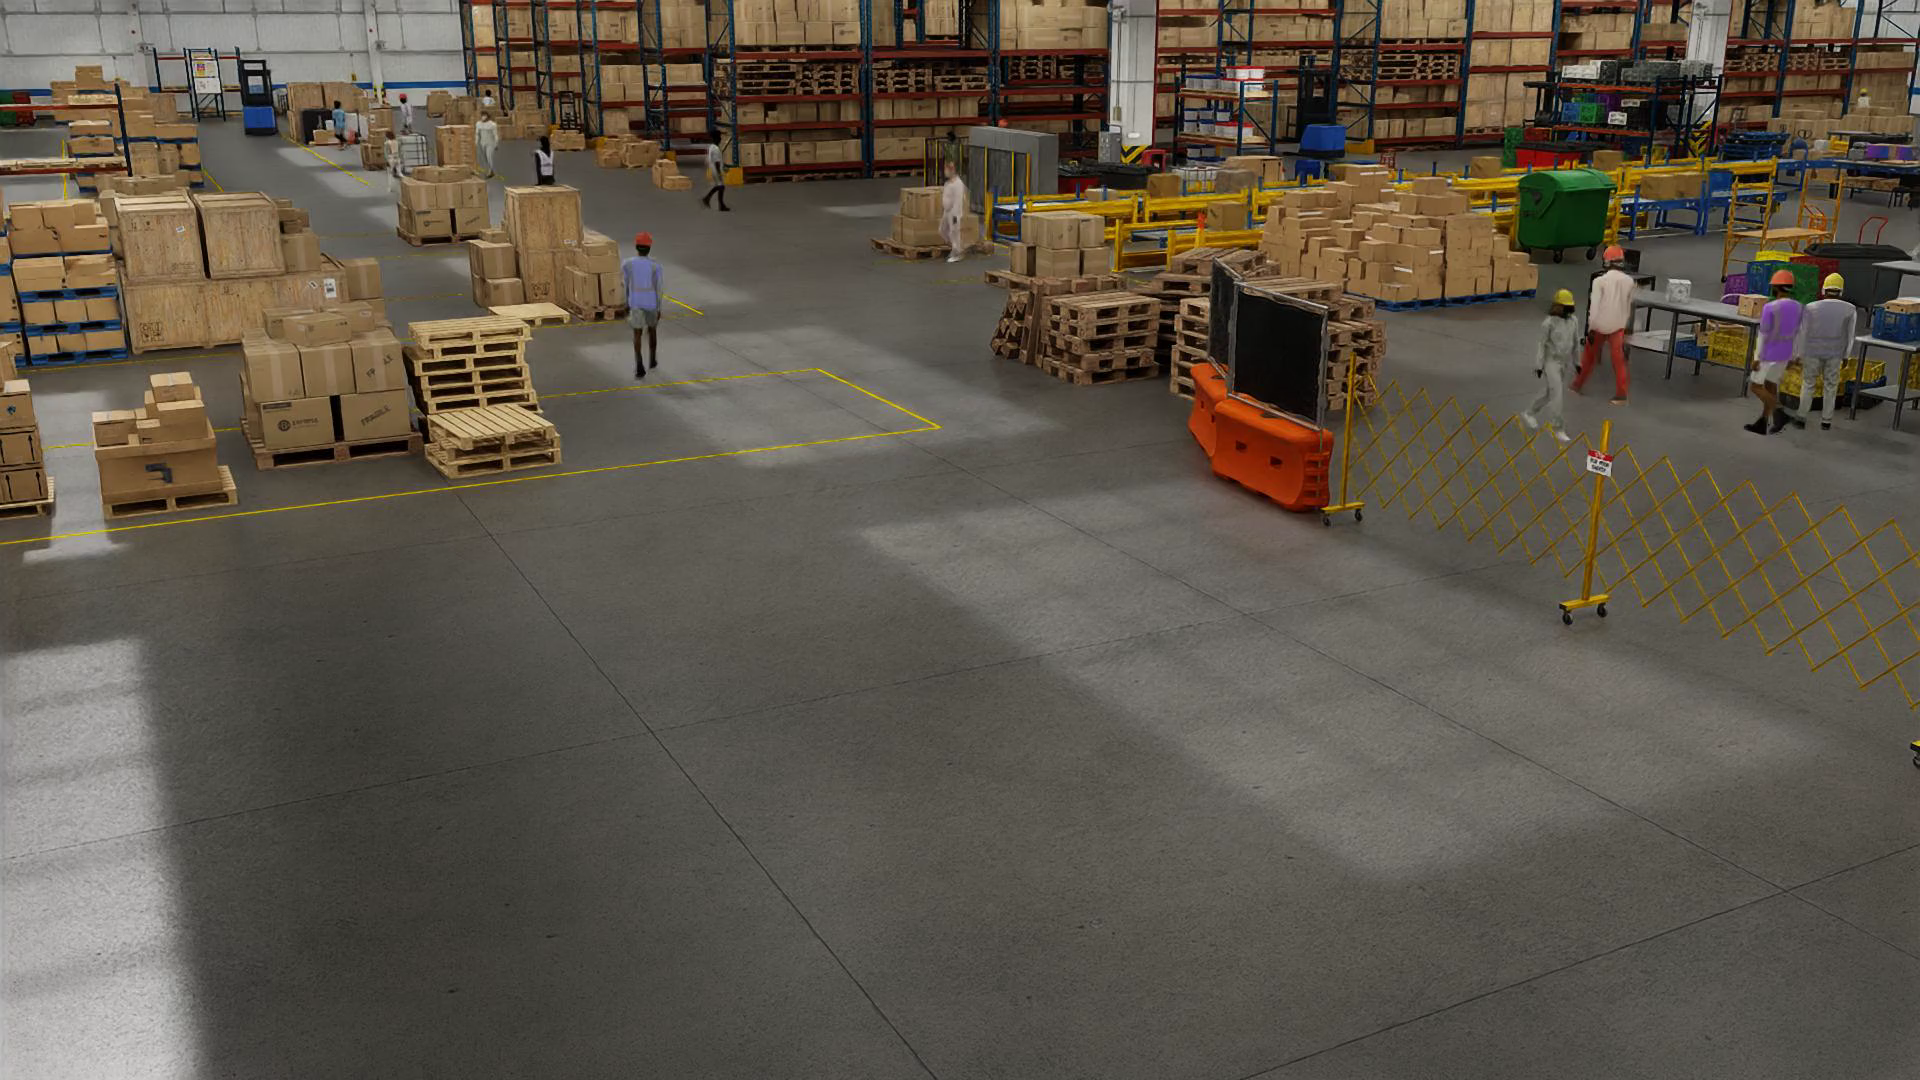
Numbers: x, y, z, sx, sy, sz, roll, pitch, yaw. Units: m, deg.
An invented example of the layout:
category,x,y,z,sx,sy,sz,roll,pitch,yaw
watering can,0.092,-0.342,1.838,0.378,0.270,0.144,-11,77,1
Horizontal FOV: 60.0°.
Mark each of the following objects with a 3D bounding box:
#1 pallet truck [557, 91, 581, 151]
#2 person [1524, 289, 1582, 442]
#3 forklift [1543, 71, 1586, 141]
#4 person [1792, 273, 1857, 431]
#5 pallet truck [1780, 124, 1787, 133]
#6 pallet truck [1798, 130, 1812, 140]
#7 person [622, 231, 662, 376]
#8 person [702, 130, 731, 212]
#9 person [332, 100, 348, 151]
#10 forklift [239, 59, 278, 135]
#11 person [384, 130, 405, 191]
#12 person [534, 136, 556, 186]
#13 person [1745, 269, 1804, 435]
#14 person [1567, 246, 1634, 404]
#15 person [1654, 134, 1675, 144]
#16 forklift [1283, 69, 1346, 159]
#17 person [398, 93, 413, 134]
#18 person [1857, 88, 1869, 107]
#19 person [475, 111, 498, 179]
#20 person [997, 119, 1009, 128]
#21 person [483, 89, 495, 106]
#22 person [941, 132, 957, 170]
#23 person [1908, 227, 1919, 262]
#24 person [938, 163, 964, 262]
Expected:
category,x,y,z,sx,sy,sz,roll,pitch,yaw
pallet truck,-13.495,-14.412,57.188,0.823,1.965,1.885,-3,18,-9
person,6.820,-2.051,19.118,0.490,1.711,0.855,-8,20,-24
forklift,18.685,-13.231,52.085,1.873,2.768,1.129,-9,20,-26
person,10.030,-2.181,19.323,0.590,1.833,0.404,5,18,14
pallet truck,25.206,-12.542,52.601,1.601,1.201,0.680,0,18,-2
pallet truck,25.526,-11.556,49.408,1.630,1.274,0.653,-9,20,-26
person,-4.252,-3.182,22.350,0.542,1.902,0.925,-2,18,-6
person,-5.889,-8.883,40.030,0.586,1.948,0.635,-8,19,-23
person,-21.254,-14.205,57.034,0.426,1.684,0.546,6,19,18
forklift,-27.049,-17.050,63.990,1.129,2.768,1.873,-6,19,-18
person,-15.074,-10.100,44.348,0.671,1.613,0.522,14,22,36
person,-9.789,-8.584,39.208,0.988,1.878,0.598,11,21,31
person,9.341,-2.109,18.972,0.553,1.914,0.603,-7,19,-21
person,8.082,-2.685,20.728,0.651,1.940,1.041,-4,18,-14
person,23.244,-13.566,54.762,0.931,1.870,0.640,-6,19,-18
forklift,11.615,-13.871,54.079,1.129,2.768,1.873,-9,20,-27
person,-19.086,-14.394,57.267,0.543,1.918,0.568,3,18,10
person,35.182,-16.725,64.844,0.900,1.724,0.536,-8,20,-24
person,-13.639,-11.410,47.982,0.634,1.908,0.875,4,18,11
person,1.047,-9.776,42.737,1.011,1.990,0.647,-9,20,-25
person,-18.356,-16.704,64.830,0.538,1.684,0.480,8,19,22
person,-0.281,-9.669,42.919,0.550,1.671,0.654,11,21,30
person,18.392,-5.937,31.432,0.871,1.583,0.525,0,18,-1
person,-0.174,-6.315,32.122,0.431,1.892,0.646,-8,19,-23
